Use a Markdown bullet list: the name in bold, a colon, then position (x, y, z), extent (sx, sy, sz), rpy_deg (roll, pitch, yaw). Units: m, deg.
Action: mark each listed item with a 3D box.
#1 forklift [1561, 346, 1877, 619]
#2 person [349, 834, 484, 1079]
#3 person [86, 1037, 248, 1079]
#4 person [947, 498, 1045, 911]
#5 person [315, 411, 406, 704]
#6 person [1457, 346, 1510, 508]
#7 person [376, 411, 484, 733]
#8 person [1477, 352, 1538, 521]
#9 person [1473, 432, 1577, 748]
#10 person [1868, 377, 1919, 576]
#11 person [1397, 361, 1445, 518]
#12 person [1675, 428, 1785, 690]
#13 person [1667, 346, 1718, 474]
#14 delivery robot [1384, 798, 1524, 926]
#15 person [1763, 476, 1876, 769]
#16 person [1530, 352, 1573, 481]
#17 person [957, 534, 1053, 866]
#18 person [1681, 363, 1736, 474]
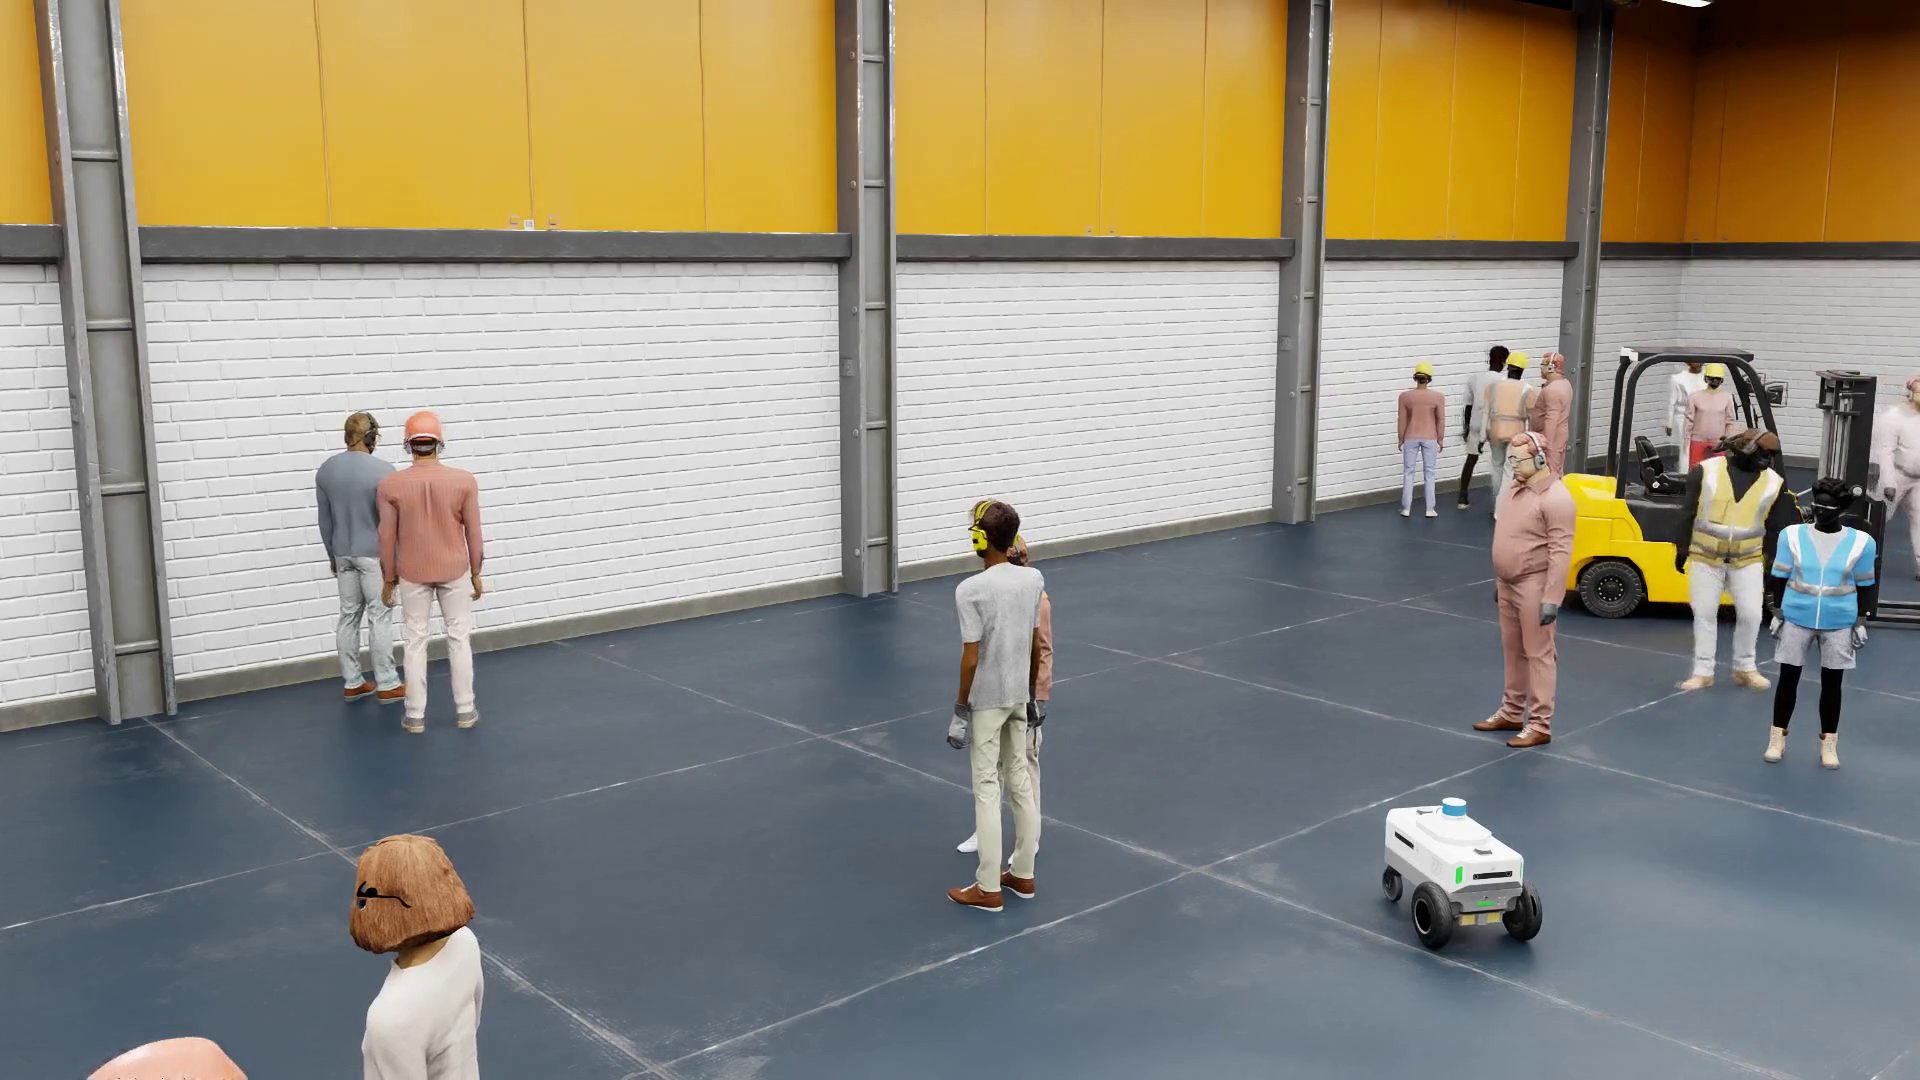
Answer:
- **forklift**: position (6.109, -0.478, 13.691), extent (2.313, 2.155, 1.214), rpy_deg (3, 10, 16)
- **person**: position (-1.247, 1.476, 3.887), extent (0.280, 1.633, 0.502), rpy_deg (0, 10, 2)
- **person**: position (-1.114, 1.606, 2.301), extent (0.691, 1.921, 0.566), rpy_deg (-3, 10, -16)
- **person**: position (0.156, 0.739, 7.513), extent (0.507, 1.872, 0.329), rpy_deg (-9, 13, -42)
- **person**: position (-3.924, 0.119, 10.959), extent (0.629, 1.933, 0.377), rpy_deg (4, 10, 21)
- **person**: position (6.257, -1.333, 19.569), extent (0.663, 1.883, 1.086), rpy_deg (8, 13, 41)
- **person**: position (-3.279, 0.200, 10.325), extent (0.633, 1.989, 0.401), rpy_deg (-4, 10, -20)
- **person**: position (6.174, -1.172, 18.689), extent (0.603, 1.868, 0.973), rpy_deg (5, 11, 28)
- **person**: position (3.405, 0.294, 10.034), extent (0.400, 1.903, 0.643), rpy_deg (-2, 10, -10)
- **person**: position (8.606, -0.559, 15.158), extent (0.663, 1.867, 0.979), rpy_deg (-2, 10, -12)
- **person**: position (5.187, -1.125, 18.730), extent (0.523, 1.769, 0.309), rpy_deg (3, 10, 19)
- **person**: position (5.194, 0.144, 11.228), extent (0.692, 1.810, 0.438), rpy_deg (3, 10, 18)
- **person**: position (9.017, -1.483, 20.581), extent (0.557, 1.856, 0.809), rpy_deg (1, 10, 4)
- **delivery robot**: position (2.165, 1.380, 7.327), extent (0.477, 0.478, 0.707), rpy_deg (-2, 10, -12)
- **person**: position (4.947, 0.471, 9.589), extent (0.530, 1.696, 0.322), rpy_deg (5, 11, 27)
- **person**: position (6.374, -1.073, 18.013), extent (0.402, 1.911, 0.639), rpy_deg (6, 11, 30)
- **person**: position (0.219, 0.757, 8.086), extent (0.524, 1.638, 0.306), rpy_deg (8, 12, 38)
- **person**: position (8.359, -1.093, 18.579), extent (0.560, 1.768, 0.322), rpy_deg (3, 10, 15)
